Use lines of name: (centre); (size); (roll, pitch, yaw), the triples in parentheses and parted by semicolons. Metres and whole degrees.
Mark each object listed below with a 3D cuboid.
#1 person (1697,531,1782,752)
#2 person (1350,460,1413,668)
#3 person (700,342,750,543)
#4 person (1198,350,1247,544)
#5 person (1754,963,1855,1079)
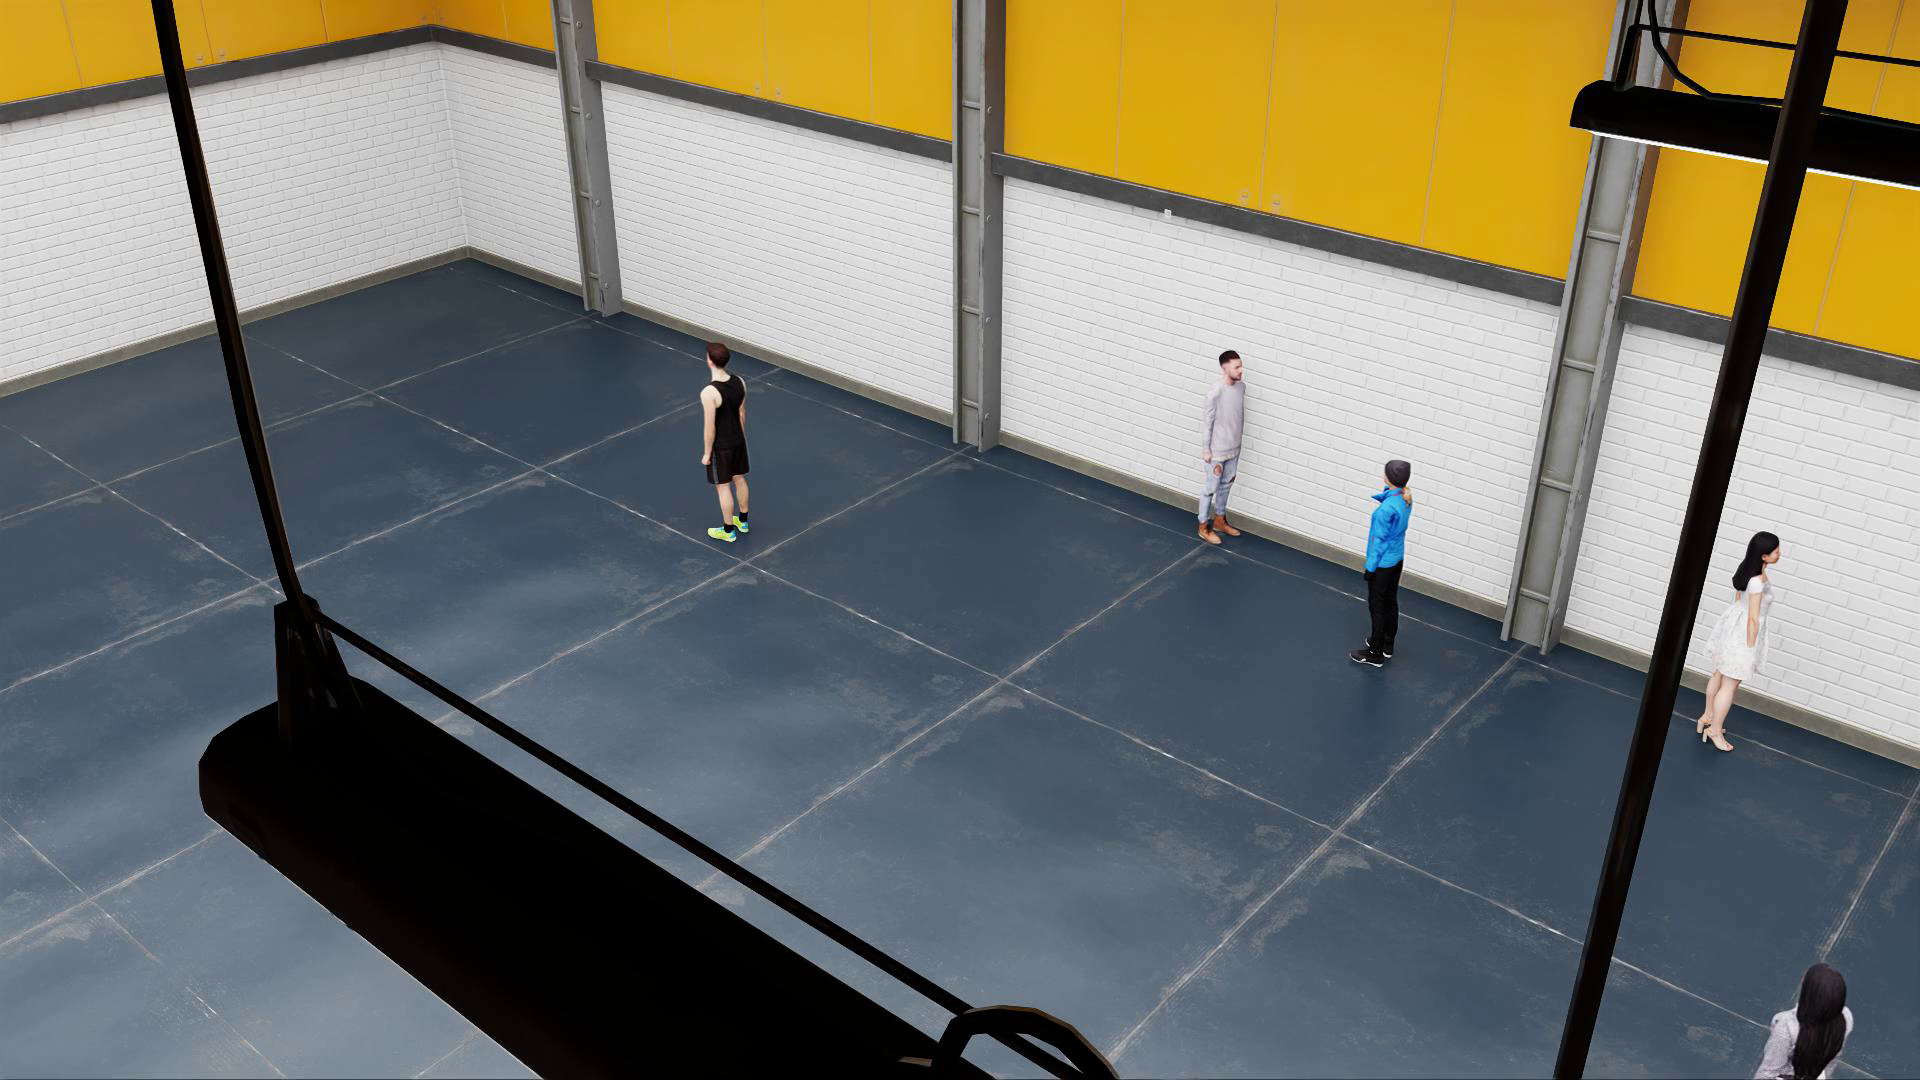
person: (5.738, 0.730, 12.229); (0.790, 1.775, 0.762); (6, 29, 10)
person: (3.387, 0.178, 13.218); (0.510, 1.797, 0.620); (23, 36, 36)
person: (-2.131, -0.889, 15.079); (0.574, 1.890, 0.701); (19, 34, 31)
person: (2.372, -0.872, 15.101); (0.710, 1.839, 0.628); (-22, 36, -35)
person: (4.209, 2.818, 8.455); (0.672, 1.724, 0.714); (-5, 29, -9)
